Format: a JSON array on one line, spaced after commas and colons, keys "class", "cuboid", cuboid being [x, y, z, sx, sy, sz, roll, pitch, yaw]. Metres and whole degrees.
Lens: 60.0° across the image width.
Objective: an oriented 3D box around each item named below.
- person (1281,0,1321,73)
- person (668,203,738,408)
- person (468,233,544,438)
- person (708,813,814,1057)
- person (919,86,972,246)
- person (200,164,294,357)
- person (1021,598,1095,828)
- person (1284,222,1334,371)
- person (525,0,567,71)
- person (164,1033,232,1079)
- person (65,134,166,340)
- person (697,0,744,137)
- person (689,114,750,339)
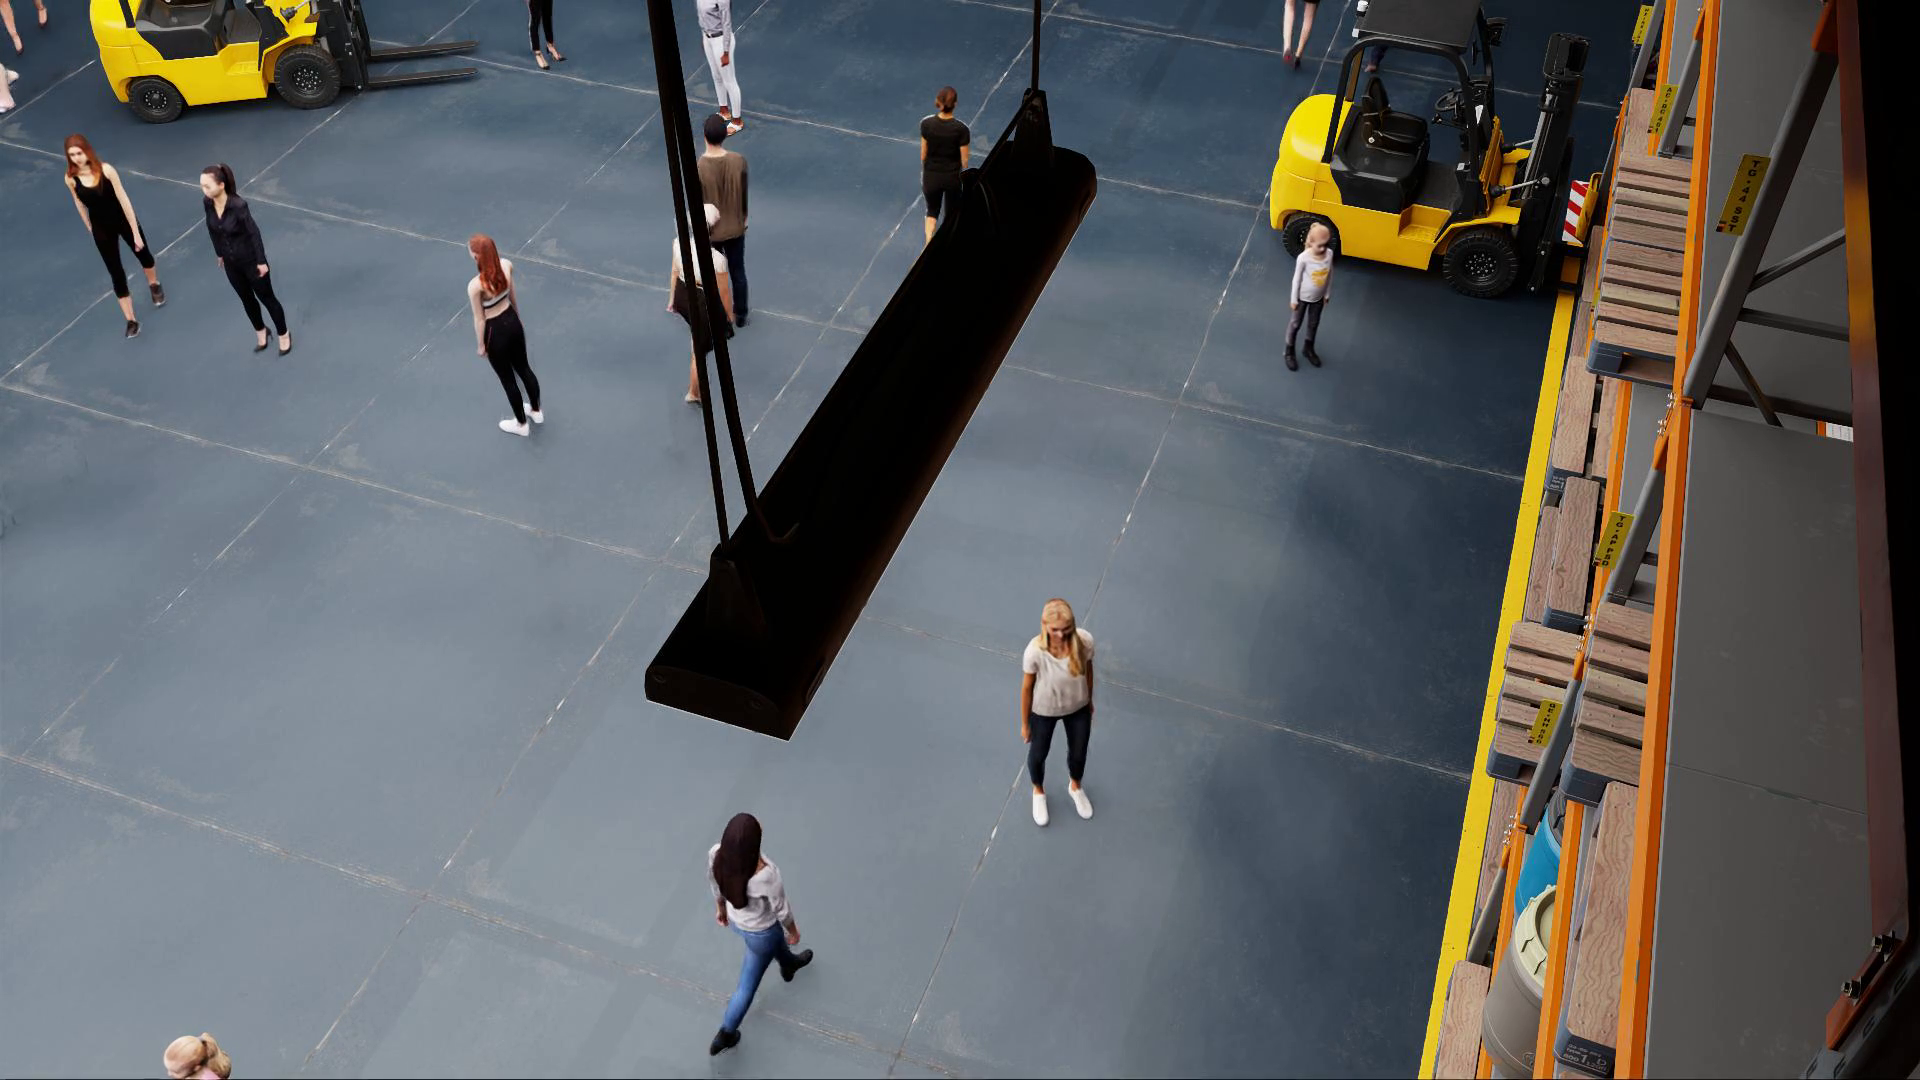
[{"class": "person", "cuboid": [3.444, -5.437, 16.400, 0.674, 1.786, 0.663, 2, 44, 2]}, {"class": "person", "cuboid": [-2.017, -1.682, 12.505, 0.756, 1.724, 0.787, 21, 47, 20]}, {"class": "person", "cuboid": [-3.384, -1.524, 12.327, 0.690, 1.740, 0.527, 23, 48, 23]}, {"class": "person", "cuboid": [-1.115, 2.073, 8.660, 0.844, 1.589, 1.142, 29, 51, 27]}, {"class": "person", "cuboid": [-0.155, -2.998, 13.931, 0.653, 1.662, 0.845, 9, 44, 10]}, {"class": "person", "cuboid": [-5.608, -2.175, 13.031, 0.586, 1.711, 0.480, 12, 45, 13]}, {"class": "person", "cuboid": [0.557, 0.966, 9.663, 0.695, 1.808, 0.719, -11, 45, -12]}, {"class": "person", "cuboid": [2.749, -1.940, 13.099, 0.586, 1.277, 0.637, -13, 45, -13]}, {"class": "person", "cuboid": [-4.216, -5.547, 16.574, 0.728, 1.706, 0.575, 27, 50, 26]}, {"class": "person", "cuboid": [-3.605, 2.786, 8.143, 0.530, 1.270, 0.552, 27, 50, 26]}, {"class": "person", "cuboid": [-6.807, -2.568, 13.461, 1.027, 1.686, 1.164, -14, 45, -14]}, {"class": "person", "cuboid": [-2.265, -4.657, 15.627, 0.694, 1.723, 0.669, -25, 49, -24]}, {"class": "person", "cuboid": [-1.910, -2.468, 13.217, 0.814, 1.879, 0.889, -27, 50, -26]}]
